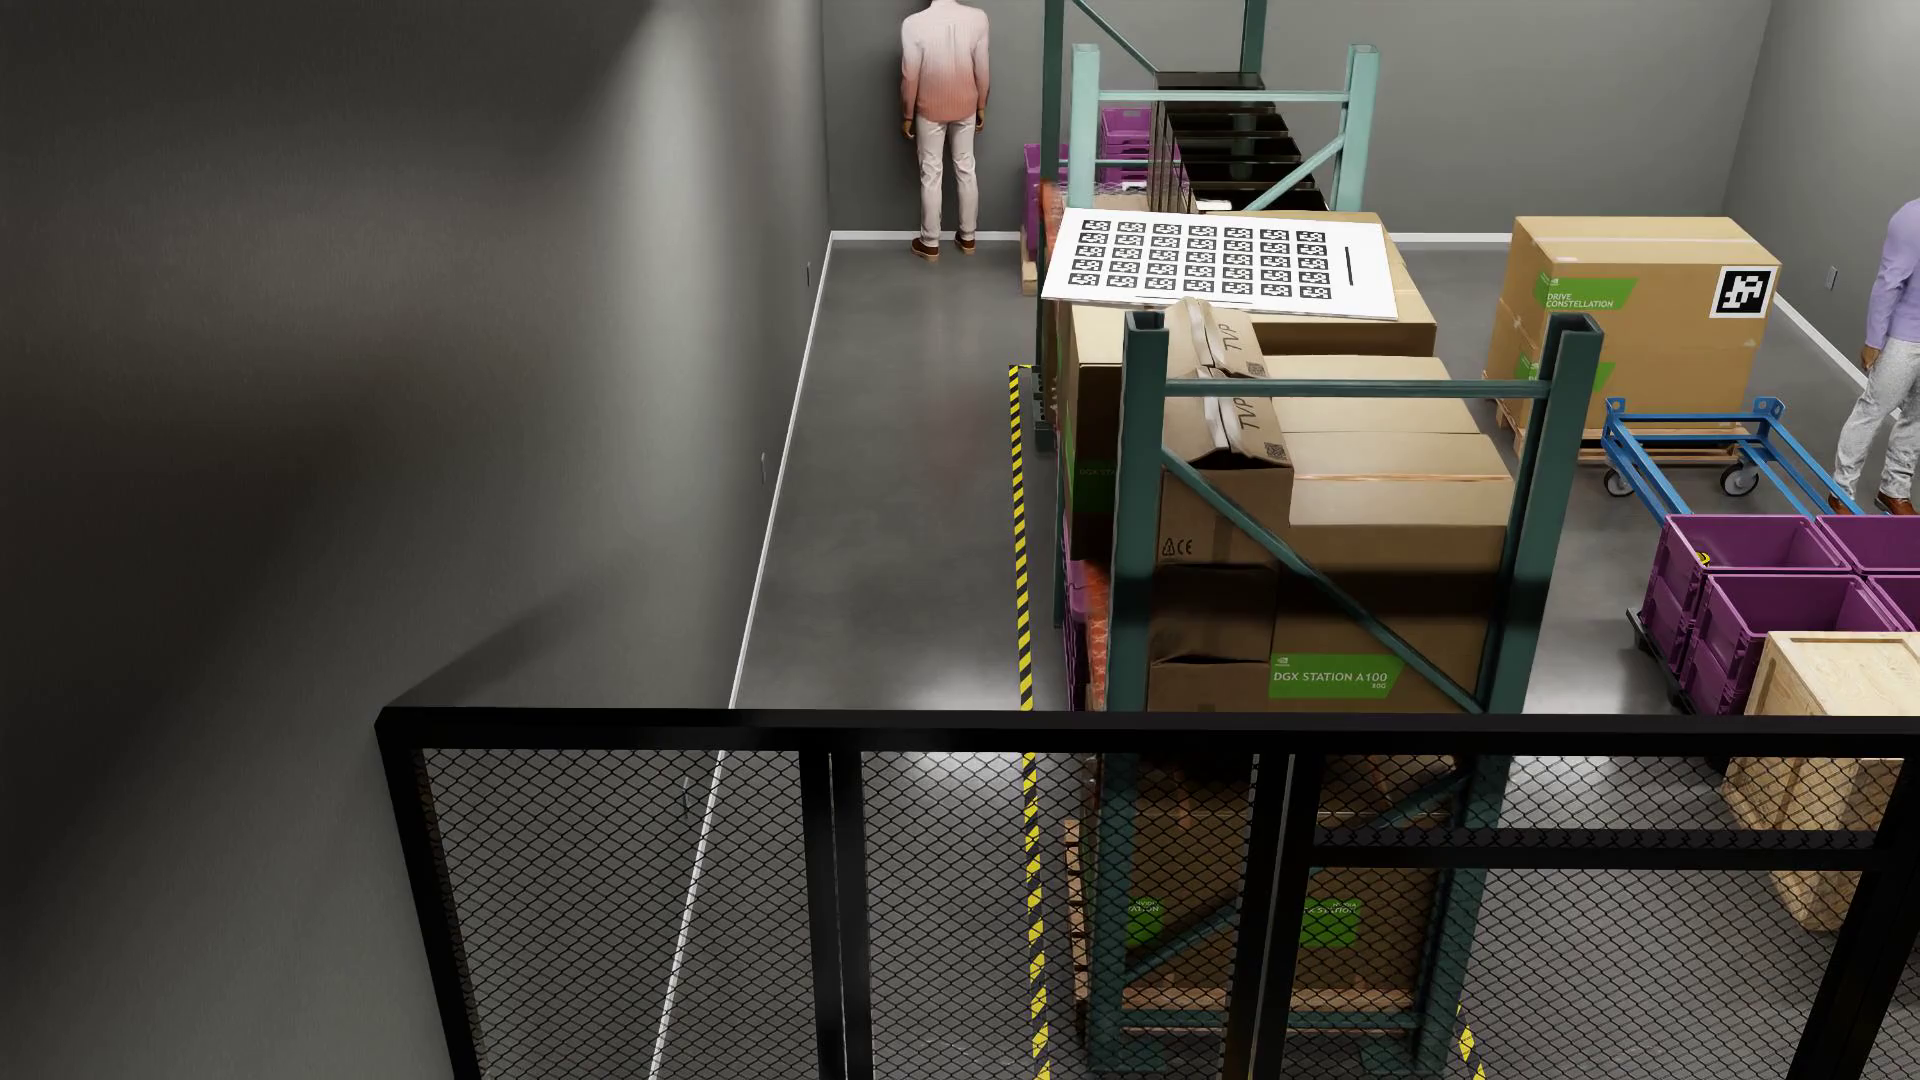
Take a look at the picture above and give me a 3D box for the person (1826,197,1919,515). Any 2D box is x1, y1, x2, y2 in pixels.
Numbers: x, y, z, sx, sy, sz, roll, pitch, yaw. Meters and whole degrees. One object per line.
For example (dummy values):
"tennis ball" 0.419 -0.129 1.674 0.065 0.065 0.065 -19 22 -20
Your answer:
"person" 4.534 -0.944 7.784 0.629 1.940 0.373 -1 31 -1

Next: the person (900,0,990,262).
"person" -0.102 -2.814 10.835 0.617 1.994 0.381 -12 33 -20
